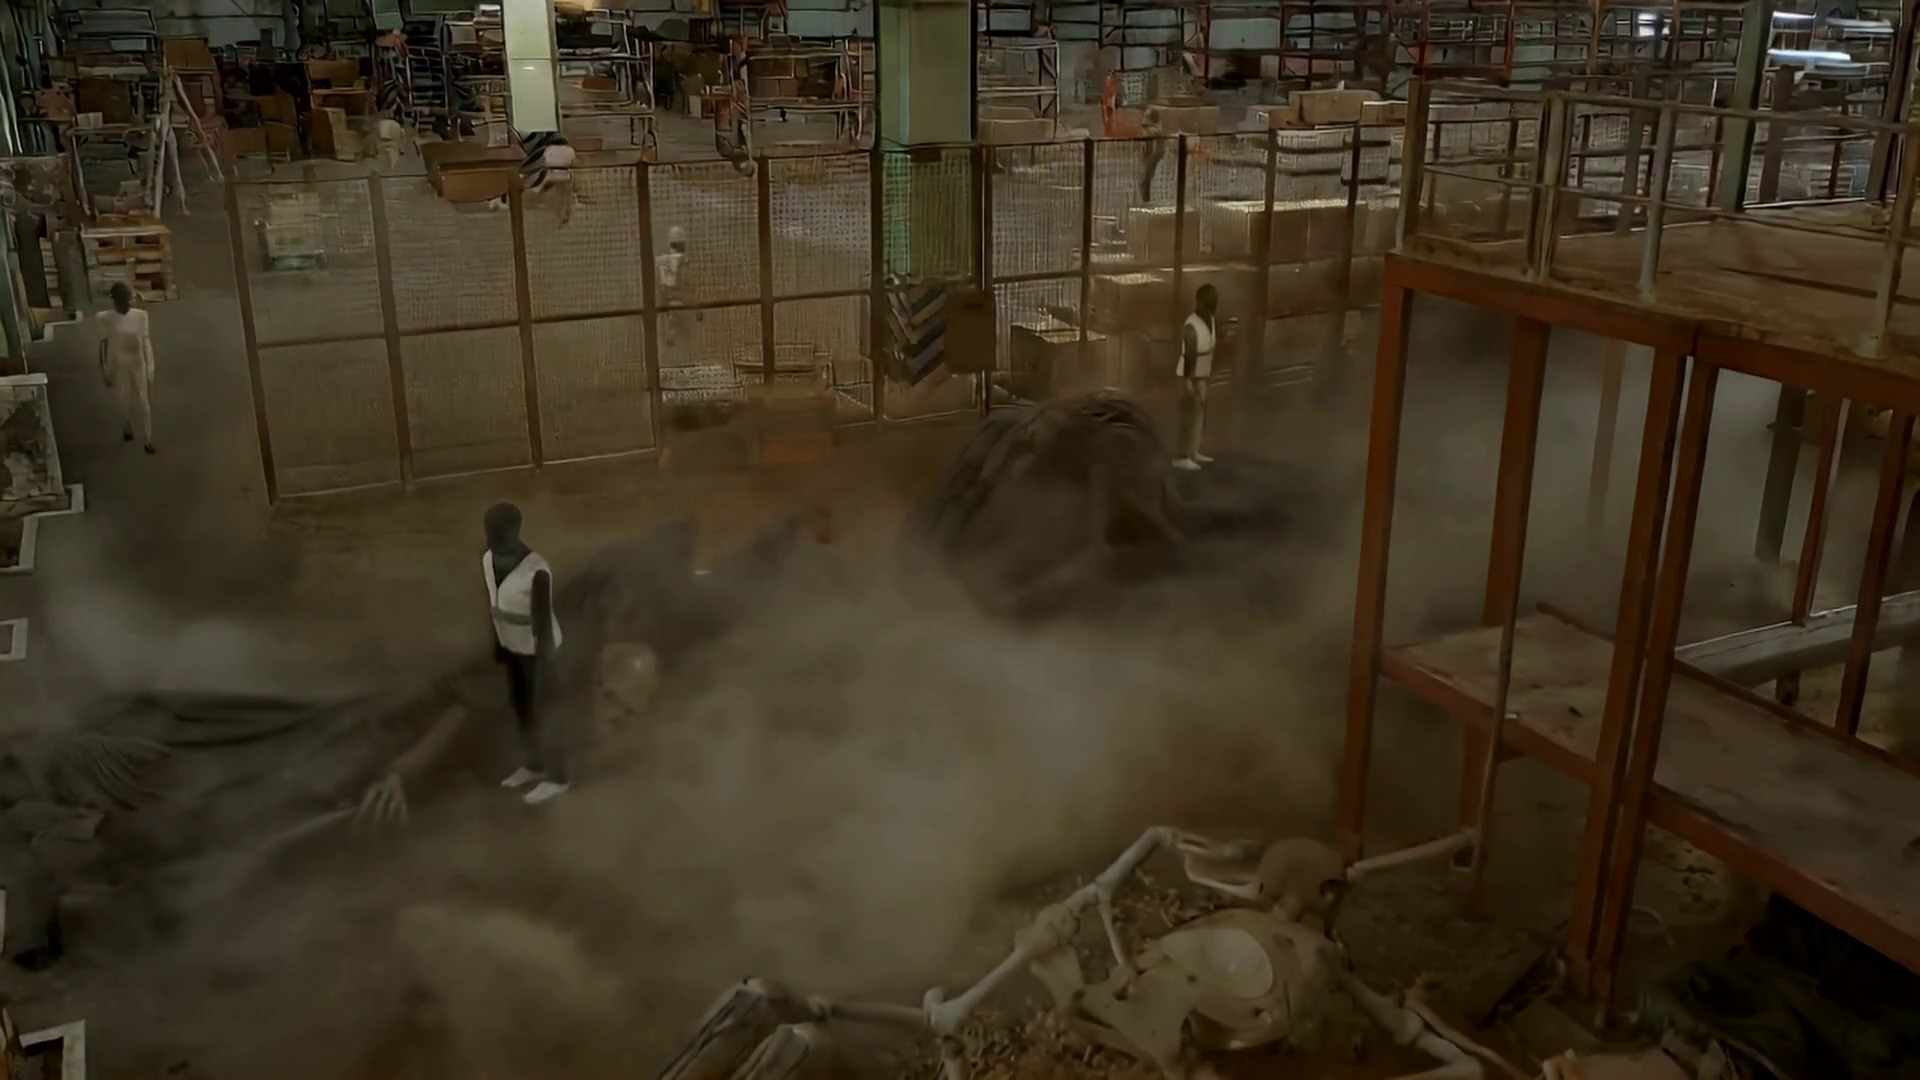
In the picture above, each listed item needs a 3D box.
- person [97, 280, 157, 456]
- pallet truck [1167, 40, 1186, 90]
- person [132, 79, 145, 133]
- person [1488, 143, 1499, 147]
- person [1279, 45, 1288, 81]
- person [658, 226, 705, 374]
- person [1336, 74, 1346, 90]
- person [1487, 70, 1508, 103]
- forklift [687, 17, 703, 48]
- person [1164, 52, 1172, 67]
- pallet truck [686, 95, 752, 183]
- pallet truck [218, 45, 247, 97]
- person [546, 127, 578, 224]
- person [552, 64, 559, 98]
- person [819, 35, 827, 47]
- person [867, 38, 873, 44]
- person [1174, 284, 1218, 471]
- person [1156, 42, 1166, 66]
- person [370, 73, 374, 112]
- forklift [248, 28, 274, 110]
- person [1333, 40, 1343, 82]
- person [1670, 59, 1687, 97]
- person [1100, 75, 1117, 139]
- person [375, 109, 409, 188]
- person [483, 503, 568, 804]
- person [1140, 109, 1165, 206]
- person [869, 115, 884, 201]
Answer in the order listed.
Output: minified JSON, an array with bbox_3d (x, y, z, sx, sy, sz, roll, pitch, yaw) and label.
[{"bbox_3d":[-8.749,-1.825,17.503,0.523,1.856,0.524,-13,23,-32],"label":"person"},{"bbox_3d":[9.045,-19.971,69.895,0.823,1.965,1.885,-3,19,-8],"label":"pallet truck"},{"bbox_3d":[-25.383,-13.401,51.409,0.521,1.632,0.314,5,20,14],"label":"person"},{"bbox_3d":[9.549,-6.242,30.220,0.564,1.918,0.673,-17,25,-40],"label":"person"},{"bbox_3d":[12.919,-18.842,66.722,0.364,1.933,0.543,-8,21,-23],"label":"person"},{"bbox_3d":[-3.502,-2.897,20.524,0.616,1.920,0.818,16,25,38],"label":"person"},{"bbox_3d":[12.350,-14.247,53.860,0.397,1.629,0.524,0,19,-1],"label":"person"},{"bbox_3d":[16.433,-13.380,50.897,0.631,1.919,0.939,4,19,11],"label":"person"},{"bbox_3d":[-11.460,-21.235,72.226,1.873,2.768,1.129,-9,21,-25],"label":"forklift"},{"bbox_3d":[8.331,-18.644,66.539,0.366,1.680,0.540,12,22,31],"label":"person"},{"bbox_3d":[-5.836,-9.608,39.856,0.823,1.965,1.885,10,22,27],"label":"pallet truck"},{"bbox_3d":[-28.879,-18.665,66.111,0.823,1.965,1.885,-3,19,-9],"label":"pallet truck"},{"bbox_3d":[-7.927,-7.245,33.137,0.597,1.909,0.588,-1,19,-2],"label":"person"},{"bbox_3d":[-14.278,-15.845,58.135,0.623,1.882,1.057,-13,23,-34],"label":"person"},{"bbox_3d":[-6.380,-22.336,76.866,0.551,1.914,0.581,14,24,36],"label":"person"},{"bbox_3d":[-3.895,-21.031,73.040,0.647,1.942,0.990,-15,24,-36],"label":"person"},{"bbox_3d":[2.416,-1.669,16.974,0.383,1.912,0.591,10,22,28],"label":"person"},{"bbox_3d":[8.800,-20.964,73.055,0.914,1.809,0.628,-6,20,-18],"label":"person"},{"bbox_3d":[-20.368,-15.723,58.060,0.536,1.687,0.442,10,21,27],"label":"person"},{"bbox_3d":[-24.786,-16.938,59.770,1.873,2.768,1.129,-9,21,-25],"label":"forklift"},{"bbox_3d":[16.239,-20.446,71.368,0.371,1.935,0.627,-4,19,-11],"label":"person"},{"bbox_3d":[26.652,-16.991,61.723,0.536,1.680,0.514,7,20,20],"label":"person"},{"bbox_3d":[4.440,-12.941,49.734,0.527,1.857,0.319,13,23,34],"label":"person"},{"bbox_3d":[-13.234,-9.121,38.768,0.640,1.793,0.978,3,19,9],"label":"person"},{"bbox_3d":[-2.663,0.672,10.199,0.584,1.911,0.390,15,24,37],"label":"person"},{"bbox_3d":[4.155,-8.254,35.864,0.537,2.000,0.689,3,19,8],"label":"person"},{"bbox_3d":[-1.712,-8.296,36.219,0.574,1.886,0.356,-16,25,-39],"label":"person"}]
